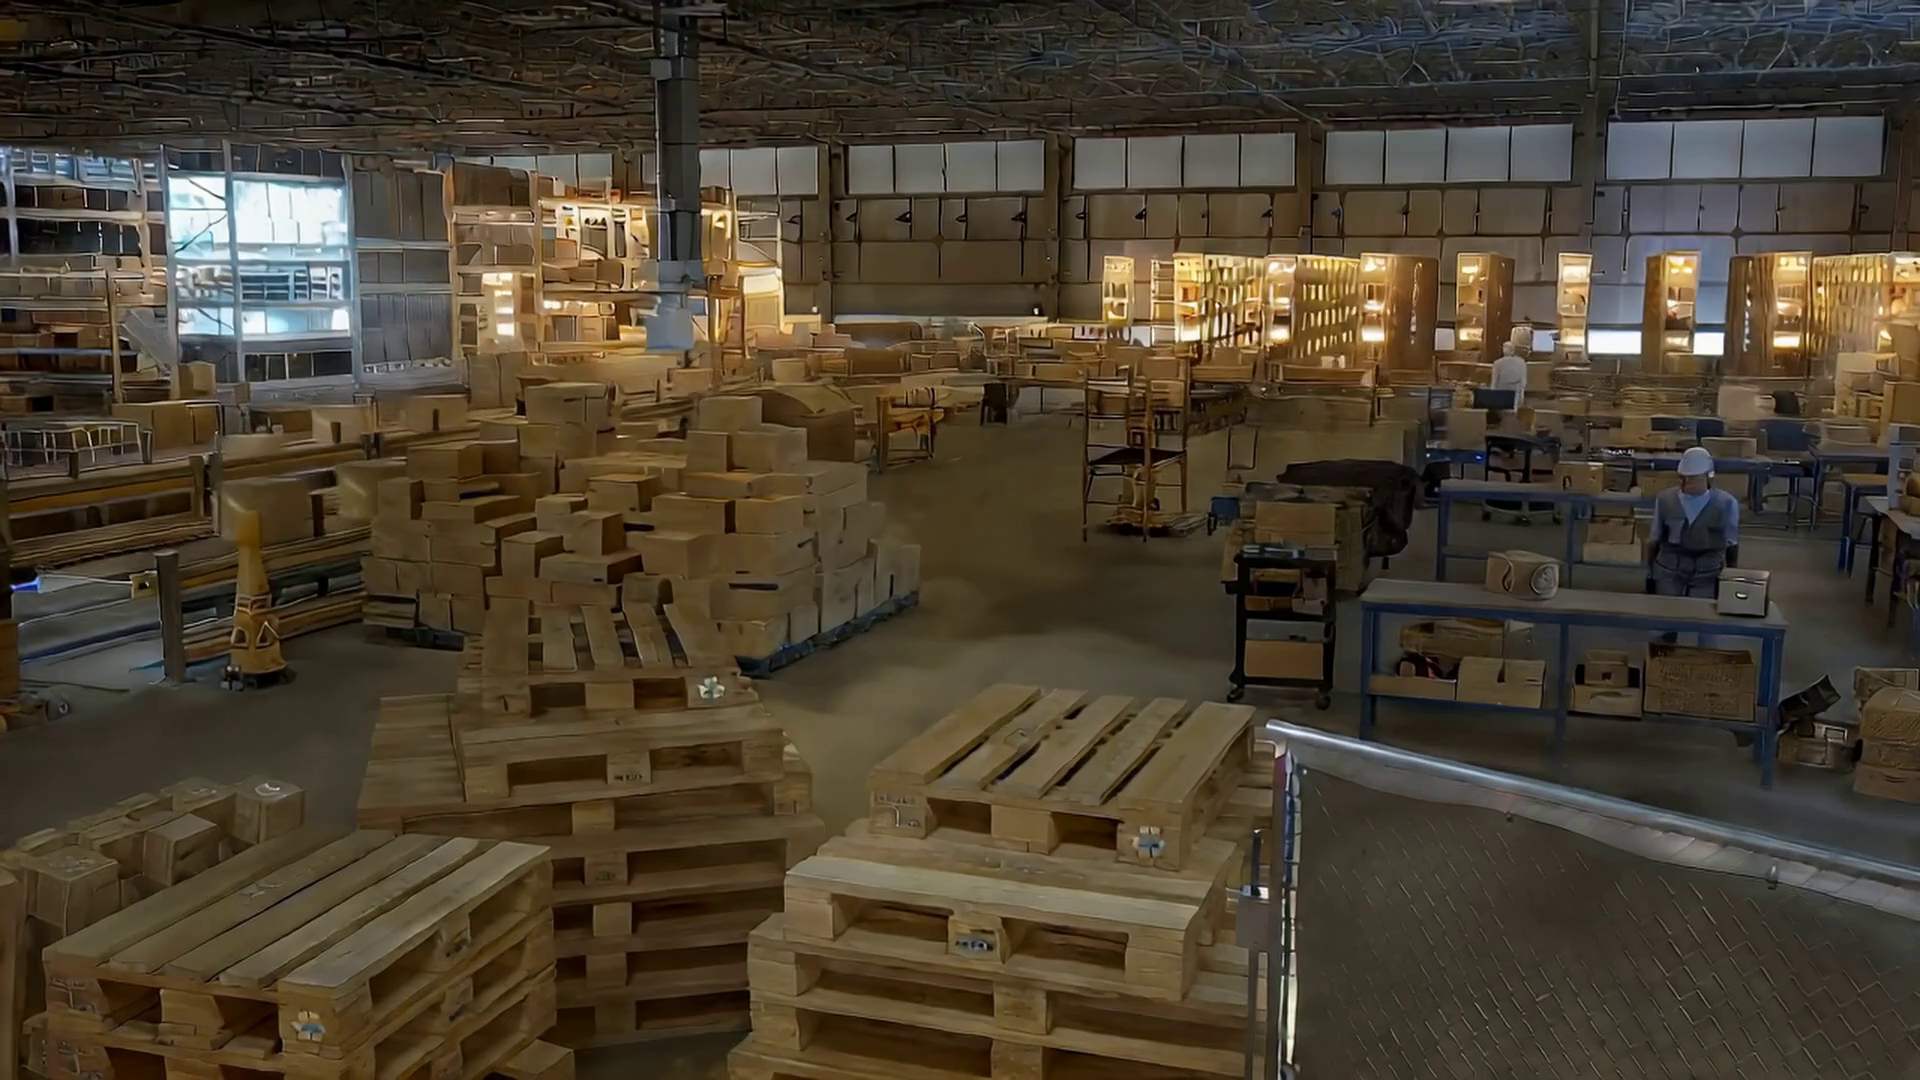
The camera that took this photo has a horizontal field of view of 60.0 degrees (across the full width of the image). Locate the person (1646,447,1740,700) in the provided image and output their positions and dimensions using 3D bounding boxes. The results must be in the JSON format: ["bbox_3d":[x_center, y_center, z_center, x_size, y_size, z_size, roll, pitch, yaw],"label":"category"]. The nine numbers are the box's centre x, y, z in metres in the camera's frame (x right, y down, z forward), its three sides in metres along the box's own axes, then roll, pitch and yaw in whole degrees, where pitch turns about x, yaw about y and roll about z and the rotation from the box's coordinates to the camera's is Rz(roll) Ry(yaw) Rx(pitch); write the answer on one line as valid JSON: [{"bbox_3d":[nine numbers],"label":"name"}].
[{"bbox_3d":[5.205,0.240,11.867,0.599,1.827,0.403,6,11,34],"label":"person"}]

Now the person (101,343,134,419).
[{"bbox_3d":[-14.323,-2.419,28.294,0.399,1.925,0.542,5,10,28],"label":"person"}]

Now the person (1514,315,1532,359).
[{"bbox_3d":[16.947,-5.835,50.009,0.603,1.830,0.404,-2,9,-12],"label":"person"}]

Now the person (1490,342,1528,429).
[{"bbox_3d":[9.432,-2.467,28.682,0.636,1.899,0.399,-2,9,-12],"label":"person"}]

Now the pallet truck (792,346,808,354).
[{"bbox_3d":[-3.705,-4.298,42.022,0.653,1.274,1.630,3,10,20],"label":"pallet truck"}]

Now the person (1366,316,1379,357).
[{"bbox_3d":[12.623,-6.031,50.728,0.609,1.996,0.383,-8,12,-42],"label":"person"}]

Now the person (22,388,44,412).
[{"bbox_3d":[-14.519,-1.935,26.171,0.507,1.612,0.681,6,11,33],"label":"person"}]

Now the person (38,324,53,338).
[{"bbox_3d":[-25.166,-5.086,45.728,0.319,1.697,0.533,5,11,31],"label":"person"}]

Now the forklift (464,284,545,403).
[{"bbox_3d":[-10.832,-4.702,39.610,1.129,2.768,1.873,3,10,20],"label":"forklift"}]

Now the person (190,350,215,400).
[{"bbox_3d":[-14.797,-2.930,32.554,0.501,1.579,0.896,0,9,-1],"label":"person"}]

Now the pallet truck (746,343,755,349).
[{"bbox_3d":[-6.183,-4.618,44.264,1.601,1.201,0.680,-9,12,-43],"label":"pallet truck"}]

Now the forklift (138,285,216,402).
[{"bbox_3d":[-17.480,-4.200,36.461,1.873,2.768,1.129,3,10,19],"label":"forklift"}]

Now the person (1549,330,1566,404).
[{"bbox_3d":[14.107,-4.075,39.200,0.371,1.751,0.551,4,10,22],"label":"person"}]
